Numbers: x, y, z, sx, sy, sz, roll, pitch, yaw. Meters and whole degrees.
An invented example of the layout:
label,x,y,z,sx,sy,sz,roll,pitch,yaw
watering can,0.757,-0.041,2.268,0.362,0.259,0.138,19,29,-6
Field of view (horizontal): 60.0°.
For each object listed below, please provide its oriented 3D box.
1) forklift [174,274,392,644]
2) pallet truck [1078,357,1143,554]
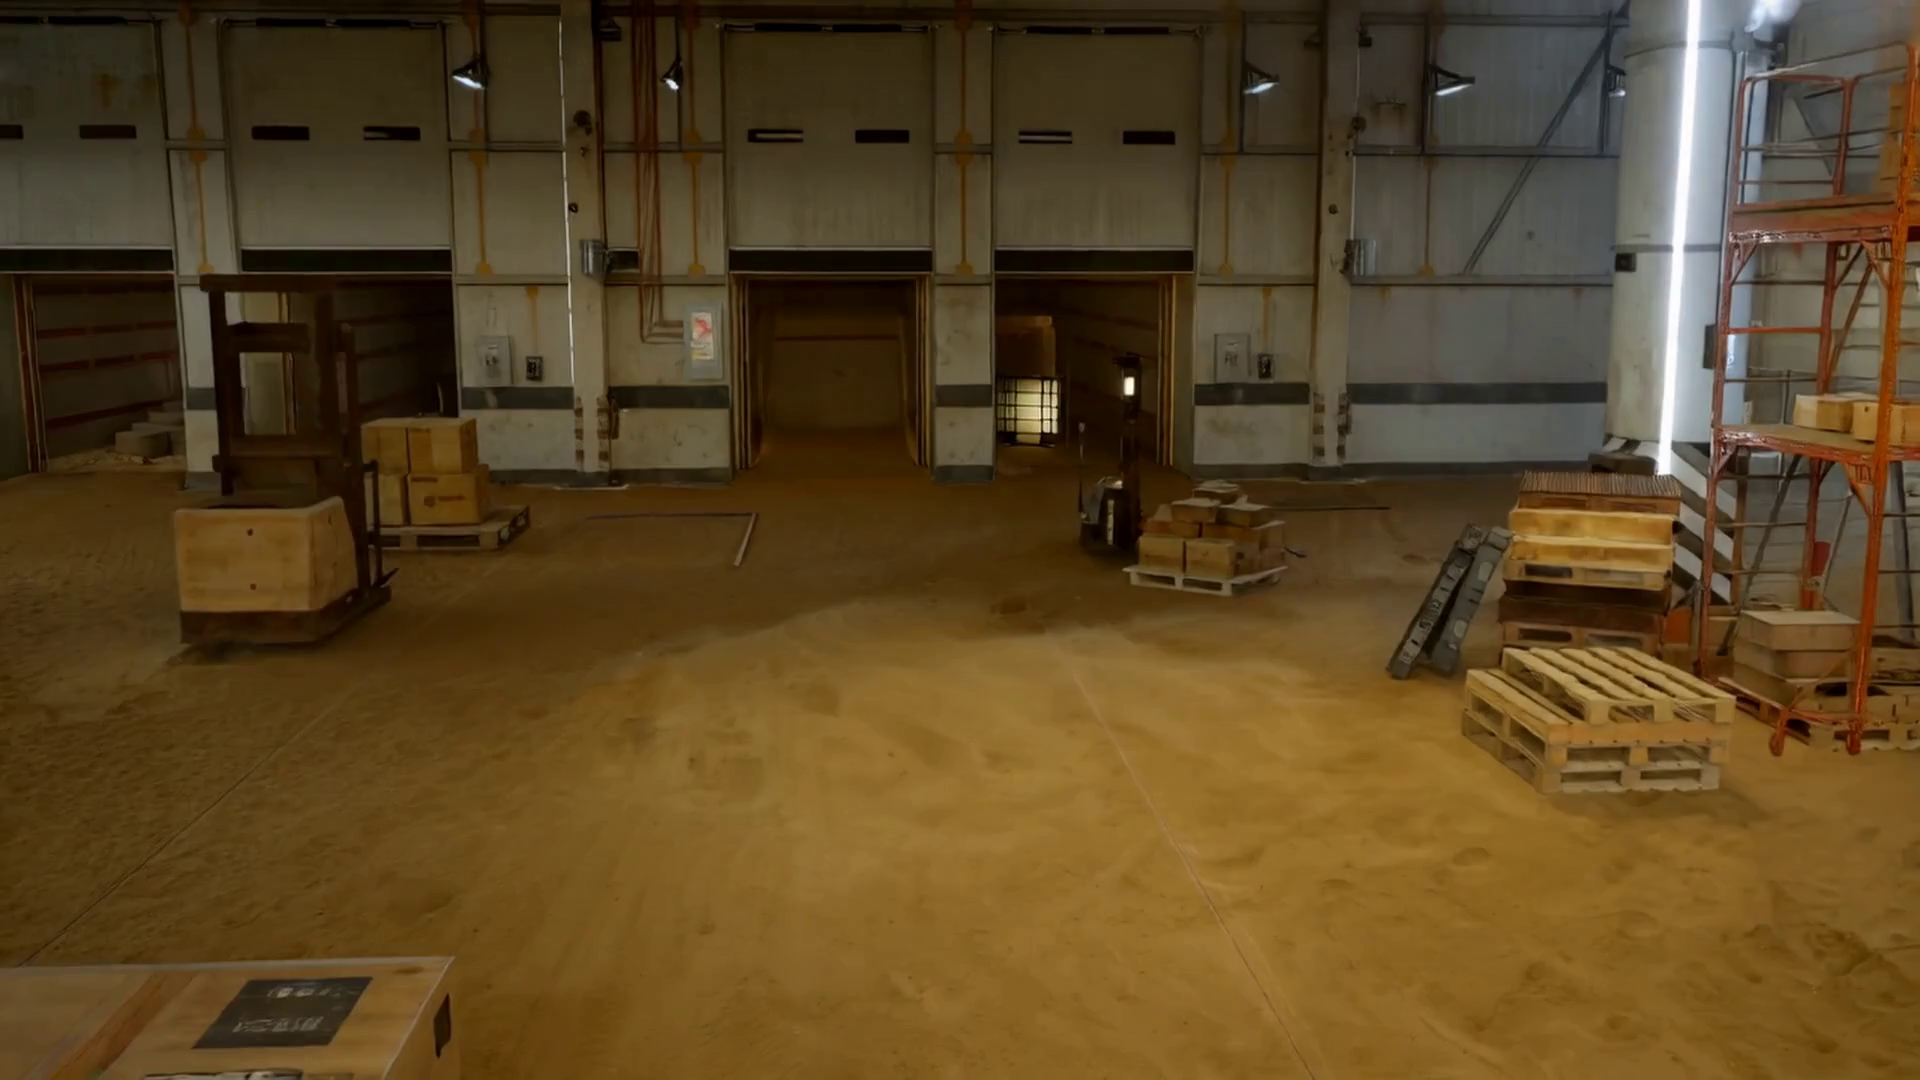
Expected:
label,x,y,z,sx,sy,sz,roll,pitch,yaw
forklift,-5.380,-0.700,13.143,1.129,2.768,1.873,-1,9,-4
pallet truck,2.088,-0.836,16.757,1.885,1.965,0.823,2,9,13
